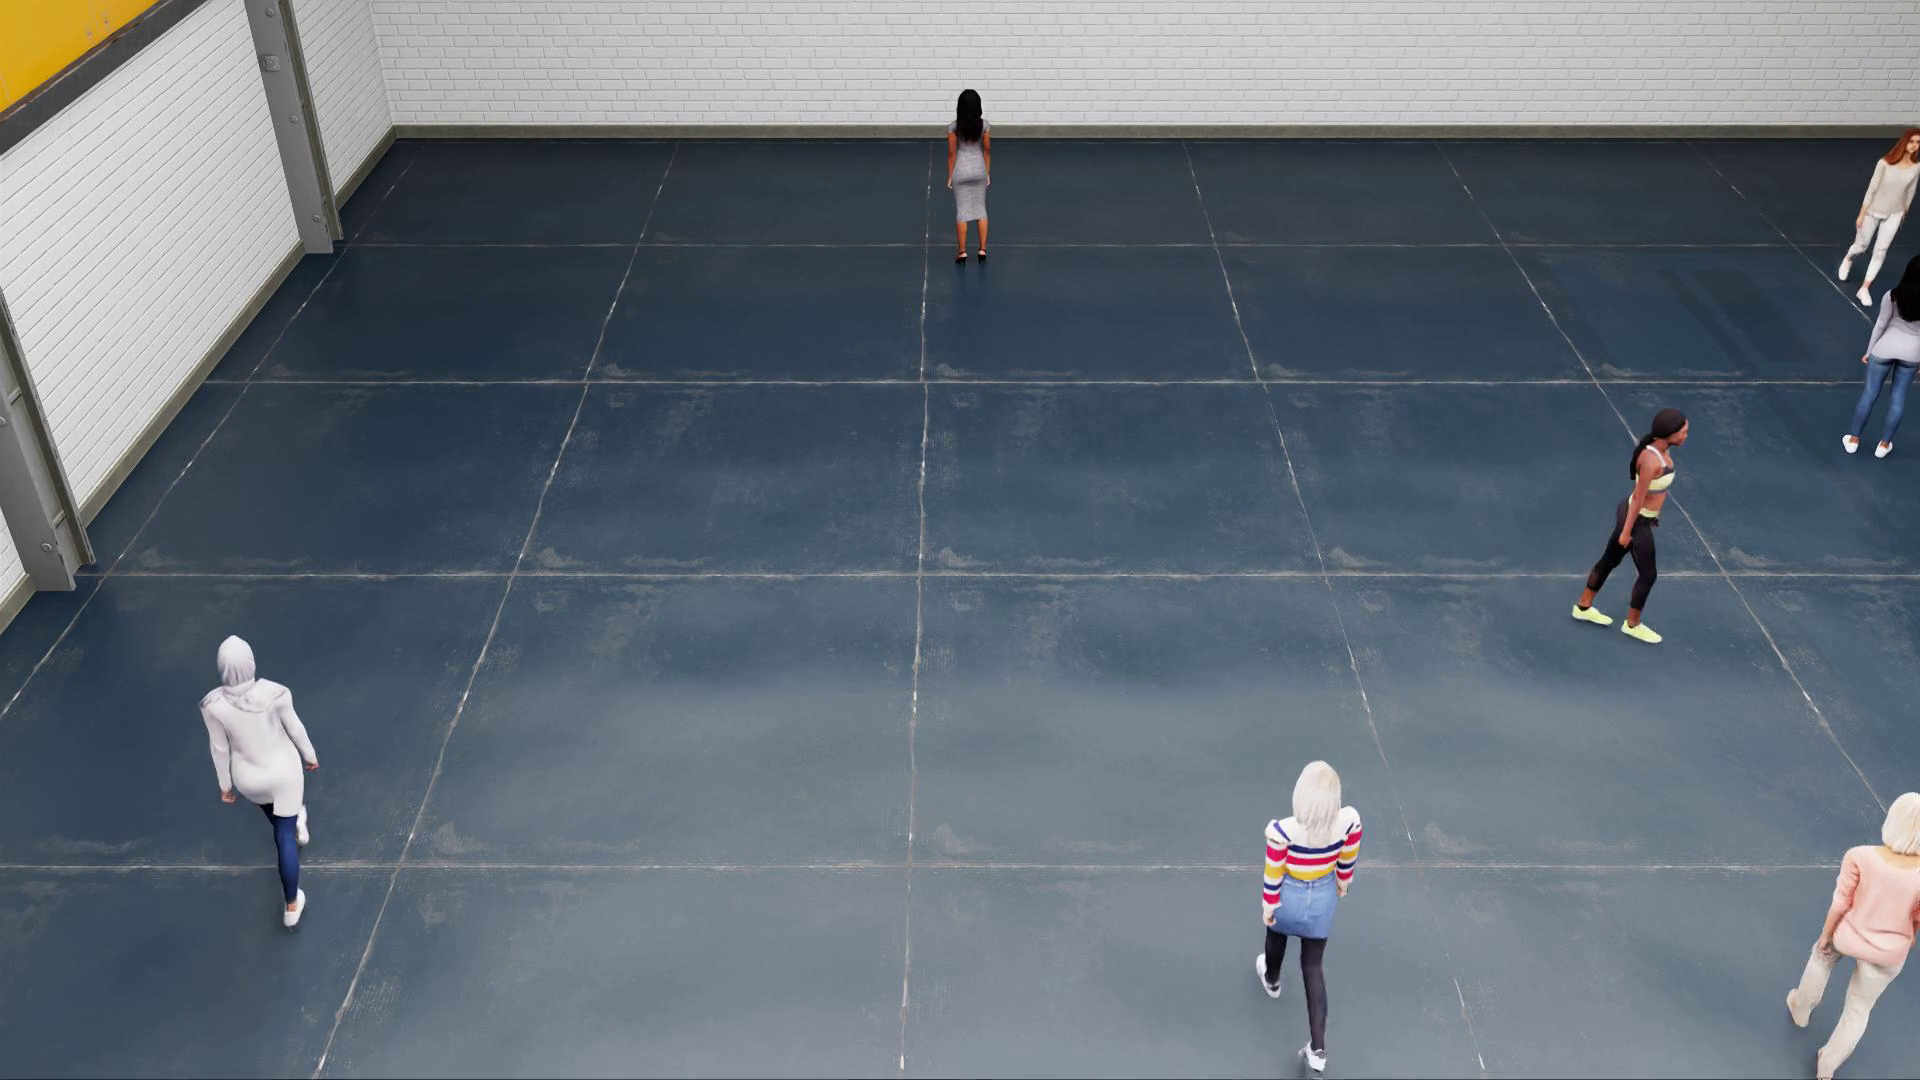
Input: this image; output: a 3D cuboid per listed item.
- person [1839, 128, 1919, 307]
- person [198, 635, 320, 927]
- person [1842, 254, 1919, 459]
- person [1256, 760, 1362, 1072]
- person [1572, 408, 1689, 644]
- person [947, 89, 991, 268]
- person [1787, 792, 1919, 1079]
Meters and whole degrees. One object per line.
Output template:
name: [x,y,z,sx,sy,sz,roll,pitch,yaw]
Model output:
person: [8.746,-3.123,15.829,0.730,1.688,0.973,7,34,10]
person: [-3.778,1.349,9.061,0.788,1.732,1.167,-6,34,-9]
person: [7.488,-1.472,13.298,0.683,1.741,0.667,14,36,20]
person: [1.738,1.854,8.261,0.731,1.776,1.136,-3,34,-4]
person: [4.485,-0.131,11.289,0.867,1.731,0.883,16,37,23]
person: [0.093,-3.577,16.428,0.617,1.781,0.584,-6,34,-9]
person: [4.429,2.002,8.103,0.803,1.705,0.915,16,37,22]
